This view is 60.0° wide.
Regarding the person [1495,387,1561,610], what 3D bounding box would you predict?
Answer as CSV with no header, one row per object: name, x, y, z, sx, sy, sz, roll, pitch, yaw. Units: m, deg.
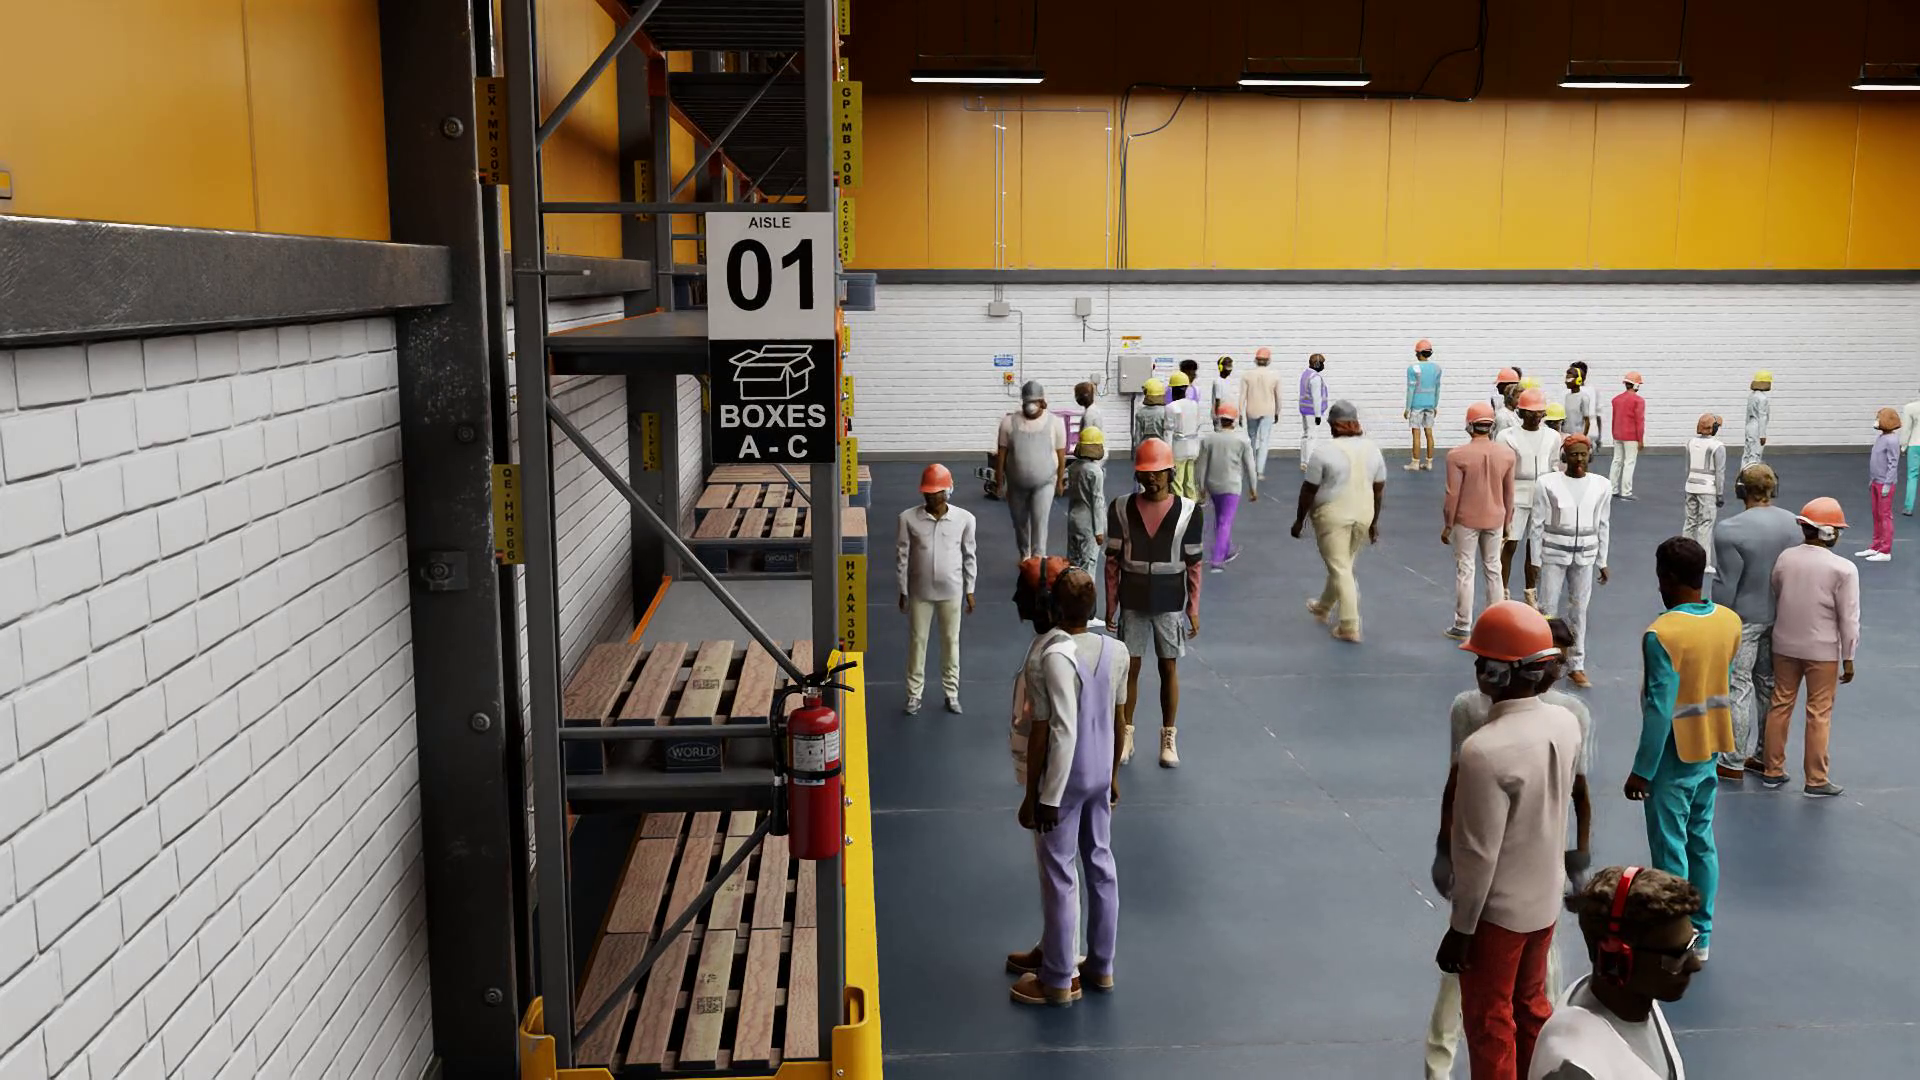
person,5.061,-0.338,14.830,0.614,2.042,0.373,-1,9,-8

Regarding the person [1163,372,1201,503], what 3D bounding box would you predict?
person,2.553,-0.995,19.363,0.588,1.920,0.396,-9,12,-43

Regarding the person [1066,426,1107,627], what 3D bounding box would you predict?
person,1.106,-0.118,14.429,0.343,1.736,0.484,-5,10,-28

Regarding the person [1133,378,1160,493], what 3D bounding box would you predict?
person,2.362,-1.144,20.790,0.348,1.756,0.519,-2,9,-14

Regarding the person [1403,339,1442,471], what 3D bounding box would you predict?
person,7.143,-2.079,25.763,0.607,2.044,0.375,-4,10,-22

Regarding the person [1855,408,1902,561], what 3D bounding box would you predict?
person,9.813,-0.593,17.716,0.280,1.633,0.500,2,9,10

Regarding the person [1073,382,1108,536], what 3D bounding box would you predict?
person,1.527,-0.901,19.052,0.463,1.822,0.593,3,9,16

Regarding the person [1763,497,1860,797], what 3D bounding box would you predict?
person,4.973,0.618,9.735,0.328,1.748,0.575,-6,11,-34

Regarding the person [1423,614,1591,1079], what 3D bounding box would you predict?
person,2.025,1.175,6.080,0.584,1.814,0.747,2,9,14

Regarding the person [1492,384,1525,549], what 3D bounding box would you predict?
person,6.078,-0.820,18.502,0.343,1.839,0.507,4,10,26

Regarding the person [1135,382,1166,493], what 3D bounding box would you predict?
person,2.358,-1.043,20.200,0.484,1.744,0.295,6,11,31

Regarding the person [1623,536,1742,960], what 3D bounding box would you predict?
person,3.139,0.936,7.241,0.587,1.913,0.391,-6,11,-35

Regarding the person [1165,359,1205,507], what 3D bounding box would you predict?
person,2.936,-1.400,21.795,0.665,1.952,0.545,-7,12,-39

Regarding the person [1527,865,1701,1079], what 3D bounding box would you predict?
person,1.334,1.565,3.496,0.390,1.846,0.564,5,10,29

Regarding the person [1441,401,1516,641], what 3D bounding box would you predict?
person,4.288,-0.152,13.815,0.612,1.994,0.395,-1,9,-9

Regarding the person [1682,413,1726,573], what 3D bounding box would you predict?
person,7.589,-0.475,16.988,0.312,1.634,0.514,-3,9,-17

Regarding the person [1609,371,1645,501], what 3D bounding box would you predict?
person,9.050,-1.409,22.490,0.355,1.744,0.564,-3,10,-19

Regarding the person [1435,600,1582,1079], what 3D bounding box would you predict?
person,1.774,1.181,5.442,0.609,1.995,0.375,-9,13,-43

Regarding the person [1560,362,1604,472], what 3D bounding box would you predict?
person,8.096,-1.350,21.663,0.612,1.913,0.723,-4,10,-22

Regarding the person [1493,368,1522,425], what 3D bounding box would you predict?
person,6.489,-1.078,19.805,0.357,1.937,0.551,1,9,8

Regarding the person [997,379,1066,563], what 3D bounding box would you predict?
person,0.727,-0.667,16.903,0.686,2.000,0.953,2,9,10

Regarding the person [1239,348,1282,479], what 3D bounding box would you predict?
person,4.530,-1.916,25.075,0.621,1.926,1.074,2,9,14

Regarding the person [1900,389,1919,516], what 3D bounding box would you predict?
person,12.118,-1.167,20.902,0.524,1.769,0.325,5,10,28

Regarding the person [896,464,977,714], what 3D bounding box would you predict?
person,-0.163,0.338,11.501,0.565,1.747,0.340,0,9,-2

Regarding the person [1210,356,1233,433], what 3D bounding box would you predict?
person,3.795,-1.725,24.100,0.327,1.865,0.514,3,10,18

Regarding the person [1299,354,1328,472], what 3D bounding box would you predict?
person,5.447,-1.952,25.631,0.429,1.835,0.629,0,9,-3

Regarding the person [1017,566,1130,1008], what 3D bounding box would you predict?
person,0.465,1.020,6.927,0.508,1.846,0.345,-6,11,-34

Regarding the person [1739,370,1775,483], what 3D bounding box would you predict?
person,10.909,-1.448,22.740,0.324,1.743,0.490,1,9,5

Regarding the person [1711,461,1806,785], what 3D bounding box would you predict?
person,4.714,0.495,9.934,0.627,1.938,0.372,-3,10,-20

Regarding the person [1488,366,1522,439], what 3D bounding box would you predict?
person,7.211,-1.349,21.739,0.858,1.871,0.627,-7,11,-36

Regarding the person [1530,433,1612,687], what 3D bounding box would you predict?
person,4.486,0.153,12.251,0.573,1.883,0.354,1,9,3

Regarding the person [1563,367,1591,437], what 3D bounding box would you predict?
person,7.808,-1.263,21.182,0.334,1.873,0.517,-2,9,-11

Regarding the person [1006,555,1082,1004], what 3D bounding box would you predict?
person,0.370,0.992,6.977,0.339,1.882,0.584,0,9,0

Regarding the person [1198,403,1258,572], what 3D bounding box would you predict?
person,2.800,-0.557,17.234,0.569,1.711,0.904,7,12,38

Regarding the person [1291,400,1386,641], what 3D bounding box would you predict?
person,3.155,-0.212,14.050,0.700,2.000,1.009,-4,10,-24

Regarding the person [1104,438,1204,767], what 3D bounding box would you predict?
person,1.186,0.389,10.264,0.605,2.045,0.377,2,9,12
